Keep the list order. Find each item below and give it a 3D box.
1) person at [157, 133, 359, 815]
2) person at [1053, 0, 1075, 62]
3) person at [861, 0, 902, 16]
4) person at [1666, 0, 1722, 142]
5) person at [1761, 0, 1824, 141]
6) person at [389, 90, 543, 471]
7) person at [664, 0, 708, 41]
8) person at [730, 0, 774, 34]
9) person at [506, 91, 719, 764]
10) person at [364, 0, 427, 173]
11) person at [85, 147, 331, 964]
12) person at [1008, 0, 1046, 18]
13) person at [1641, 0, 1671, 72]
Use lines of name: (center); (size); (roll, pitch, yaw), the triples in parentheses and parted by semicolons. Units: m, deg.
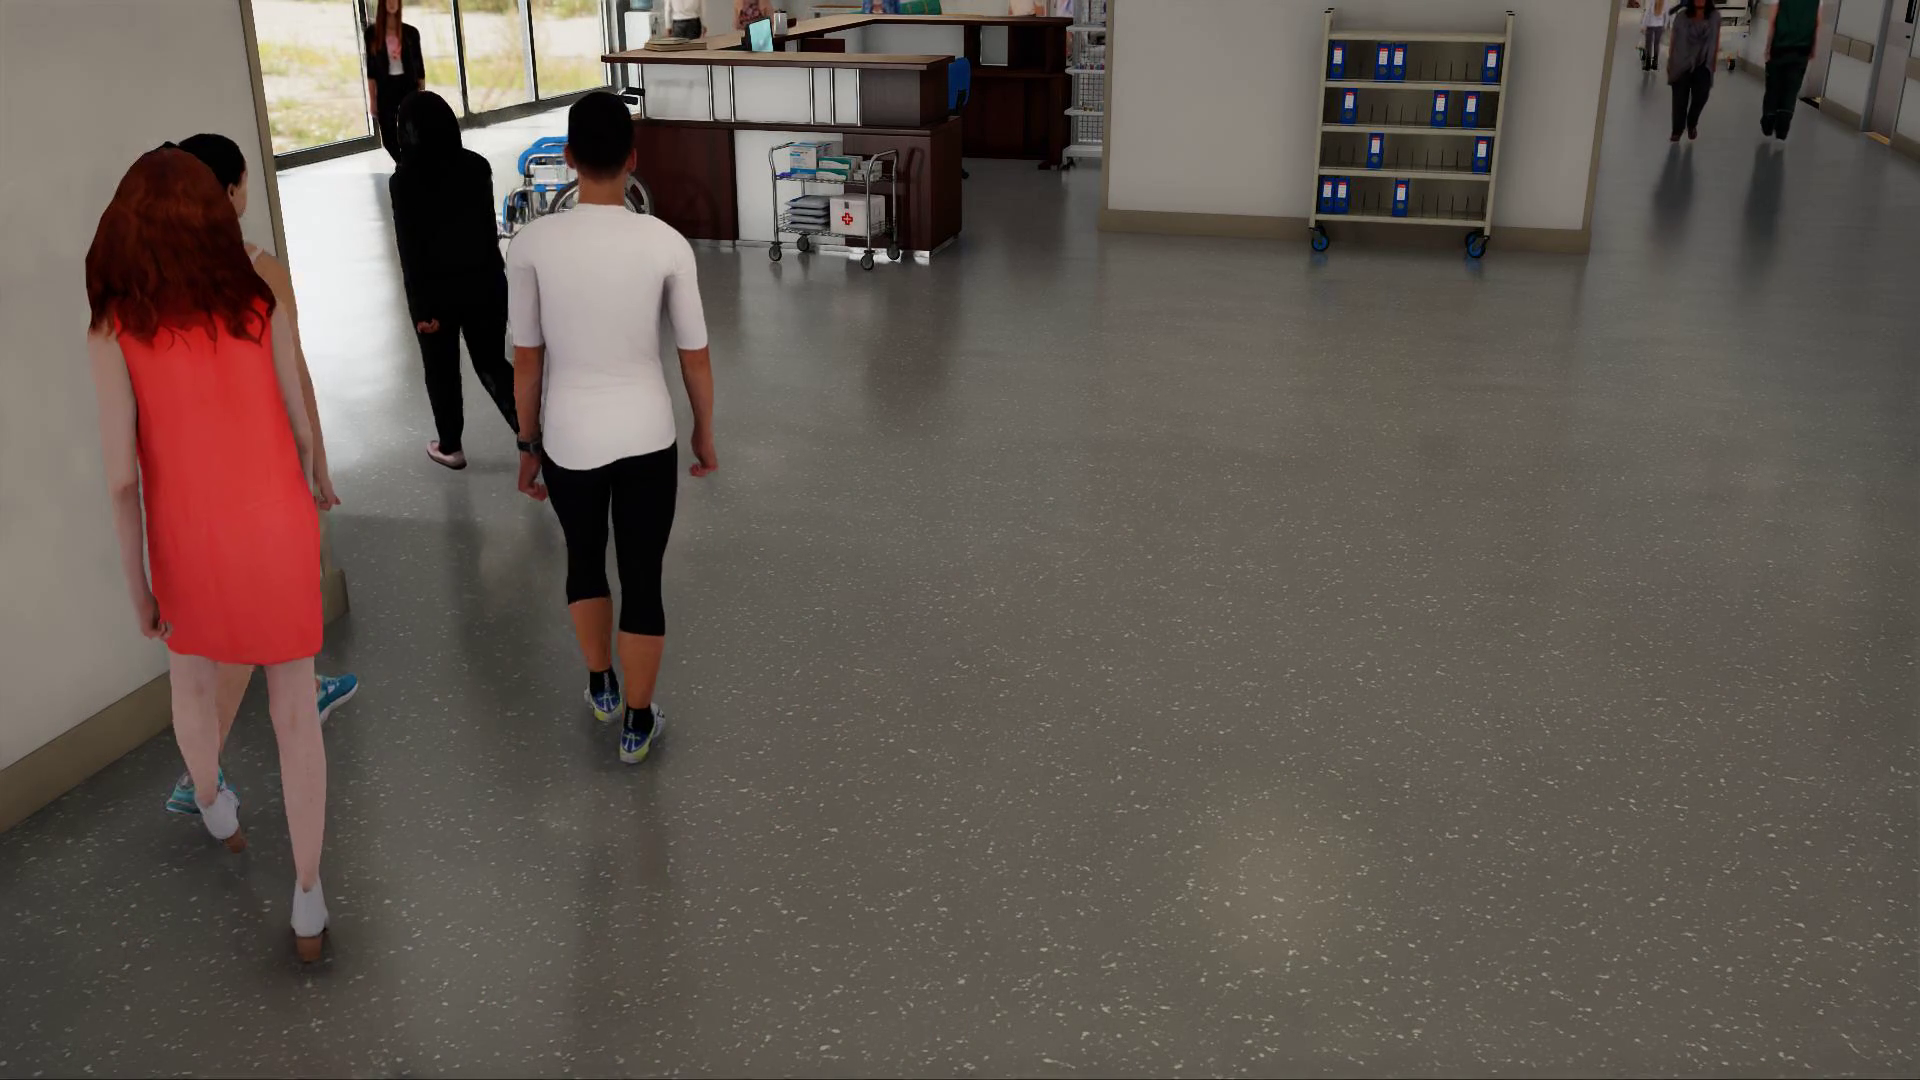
person: (-1.916, -0.126, 4.325); (1.094, 1.726, 0.668); (4, 21, 9)
person: (1.794, -8.500, 26.354); (0.941, 1.783, 0.887); (-14, 25, -32)
person: (-0.826, -5.374, 18.275); (1.162, 1.660, 0.776); (8, 22, 19)
person: (7.594, -4.945, 17.236); (0.601, 1.593, 0.713); (7, 22, 19)
person: (8.506, -4.982, 17.048); (1.124, 1.796, 0.810); (9, 22, 21)
person: (-2.022, -1.011, 6.847); (1.114, 1.595, 0.948); (19, 28, 41)
person: (-3.359, -6.254, 20.449); (1.193, 1.765, 0.954); (-1, 21, -2)
person: (-1.964, -4.638, 16.205); (0.779, 1.750, 0.693); (6, 21, 15)
person: (-0.942, -0.241, 4.468); (0.772, 1.840, 0.864); (-2, 21, -5)
person: (-4.623, -3.659, 13.684); (0.886, 1.704, 0.904); (-6, 22, -16)
person: (-1.557, 0.101, 3.632); (1.000, 1.793, 1.044); (-11, 23, -27)
person: (0.655, -5.410, 18.273); (1.022, 1.728, 1.002); (19, 28, 41)
person: (10.425, -7.674, 24.902); (0.510, 1.268, 0.602); (0, 21, 1)
